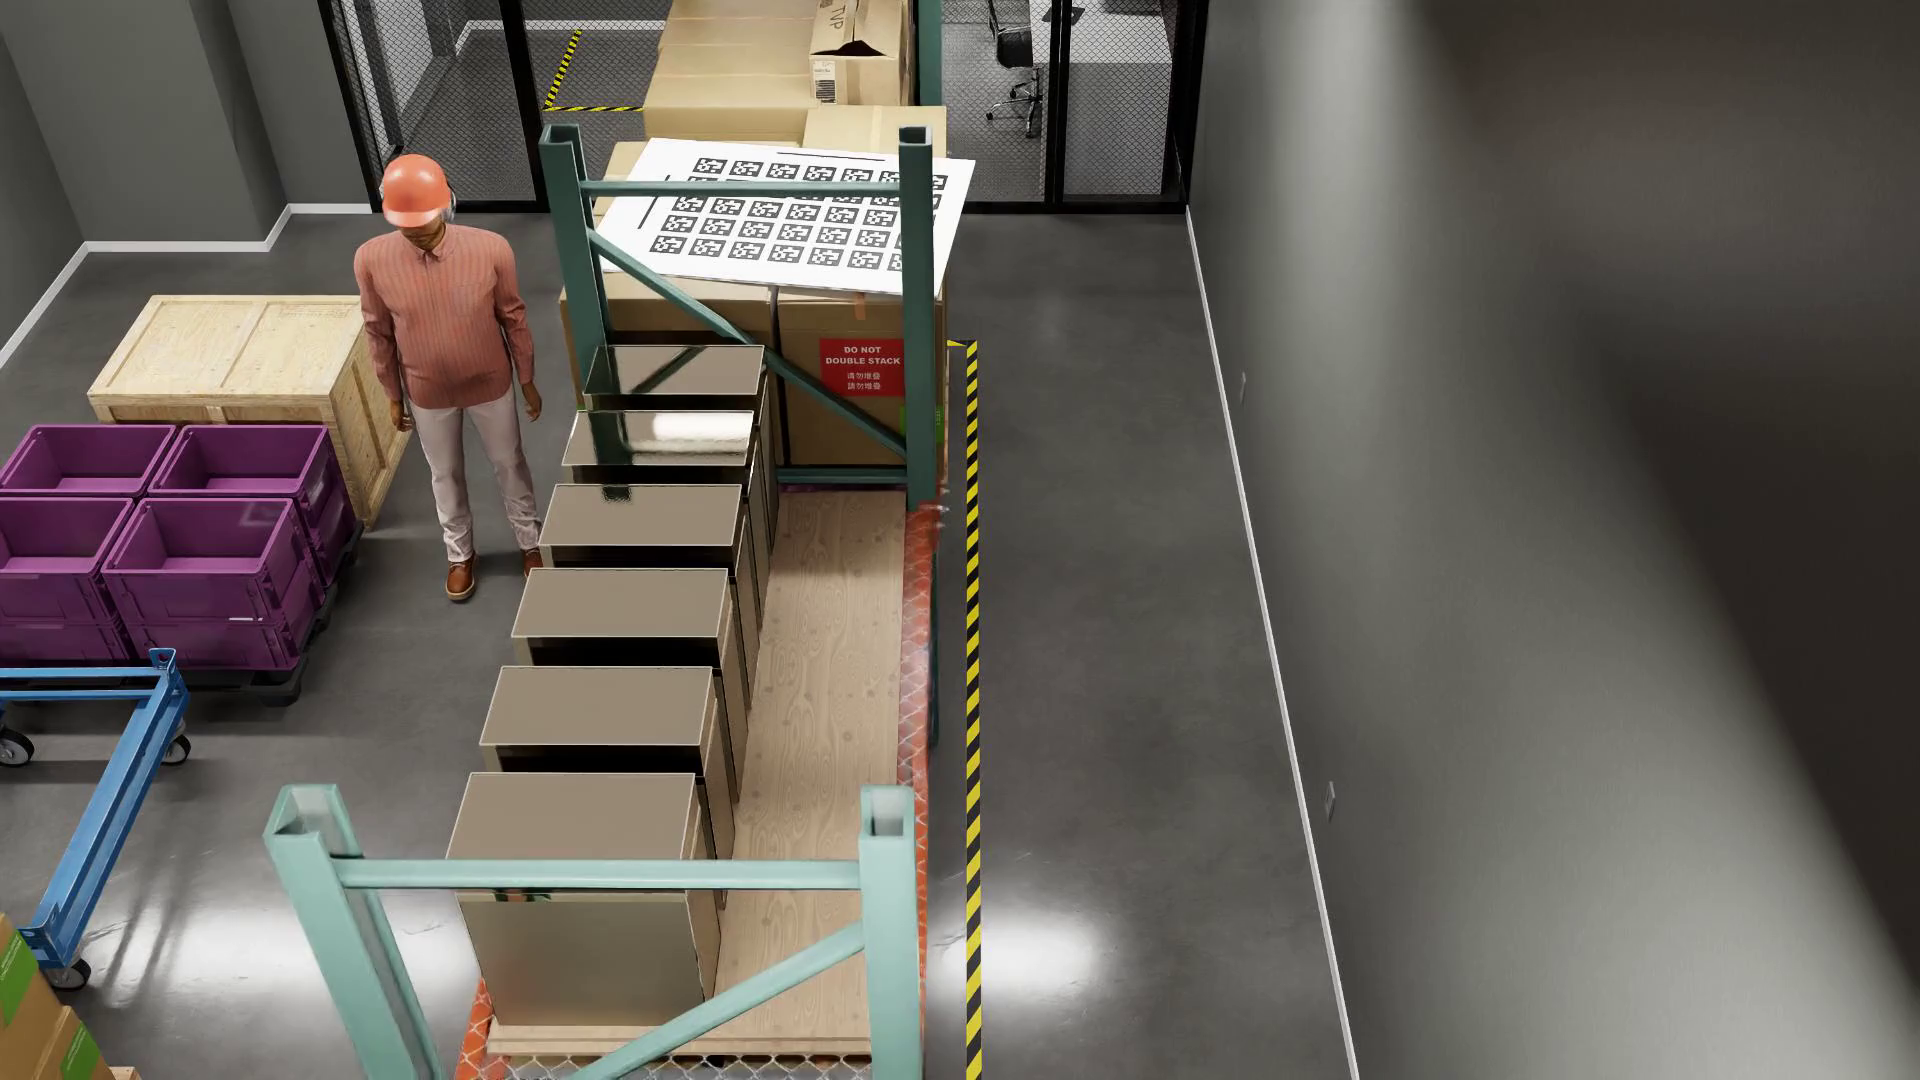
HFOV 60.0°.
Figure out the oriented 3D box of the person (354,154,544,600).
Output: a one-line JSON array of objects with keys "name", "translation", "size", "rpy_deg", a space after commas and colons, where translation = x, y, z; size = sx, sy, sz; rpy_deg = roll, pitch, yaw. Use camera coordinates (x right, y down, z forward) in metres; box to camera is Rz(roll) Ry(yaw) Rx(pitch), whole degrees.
[{"name": "person", "translation": [-1.968, -0.615, 6.548], "size": [0.611, 1.993, 0.384], "rpy_deg": [-9, 42, -10]}]
